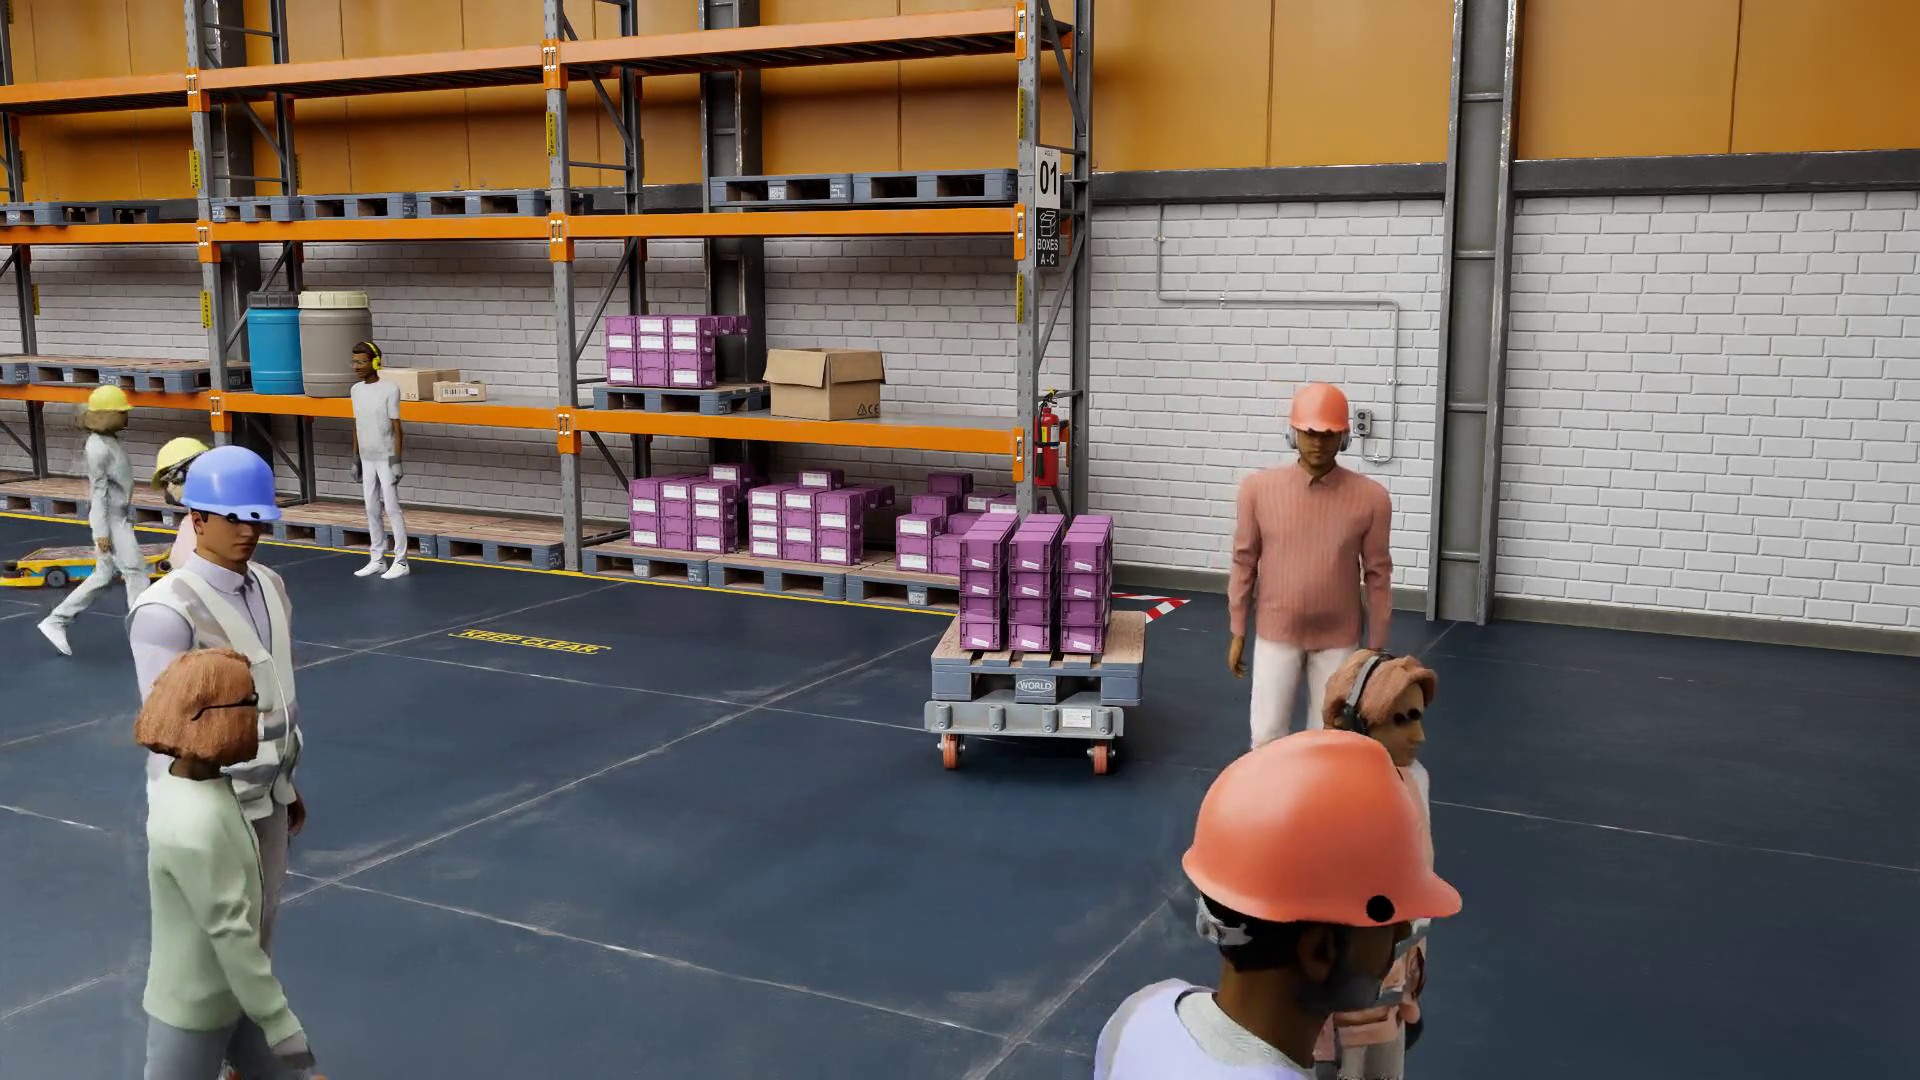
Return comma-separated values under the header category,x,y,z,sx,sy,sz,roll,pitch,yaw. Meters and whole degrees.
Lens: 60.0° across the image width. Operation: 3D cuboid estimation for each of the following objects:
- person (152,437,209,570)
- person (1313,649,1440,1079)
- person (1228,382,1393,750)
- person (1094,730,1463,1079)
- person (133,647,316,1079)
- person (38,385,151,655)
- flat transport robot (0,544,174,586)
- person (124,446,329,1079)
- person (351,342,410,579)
category,x,y,z,sx,sy,sz,roll,pitch,yaw
person,-3.081,0.443,6.954,0.350,1.730,0.645,-8,12,-41
person,0.836,1.030,3.574,0.314,1.630,0.513,8,12,39
person,1.371,0.370,6.534,0.638,1.984,0.441,2,9,10
person,0.445,1.153,1.944,0.841,1.901,0.552,-1,9,-9
person,-1.640,1.024,3.724,0.860,1.590,0.498,-3,10,-19
person,-5.335,-0.107,10.337,0.791,1.719,0.496,-3,10,-18
flat transport robot,-6.615,0.181,12.973,1.431,0.197,0.652,-2,9,-14
person,-1.997,0.708,4.582,0.402,1.943,0.605,1,9,7
person,-4.573,-0.622,13.052,0.510,1.862,0.323,4,10,25
